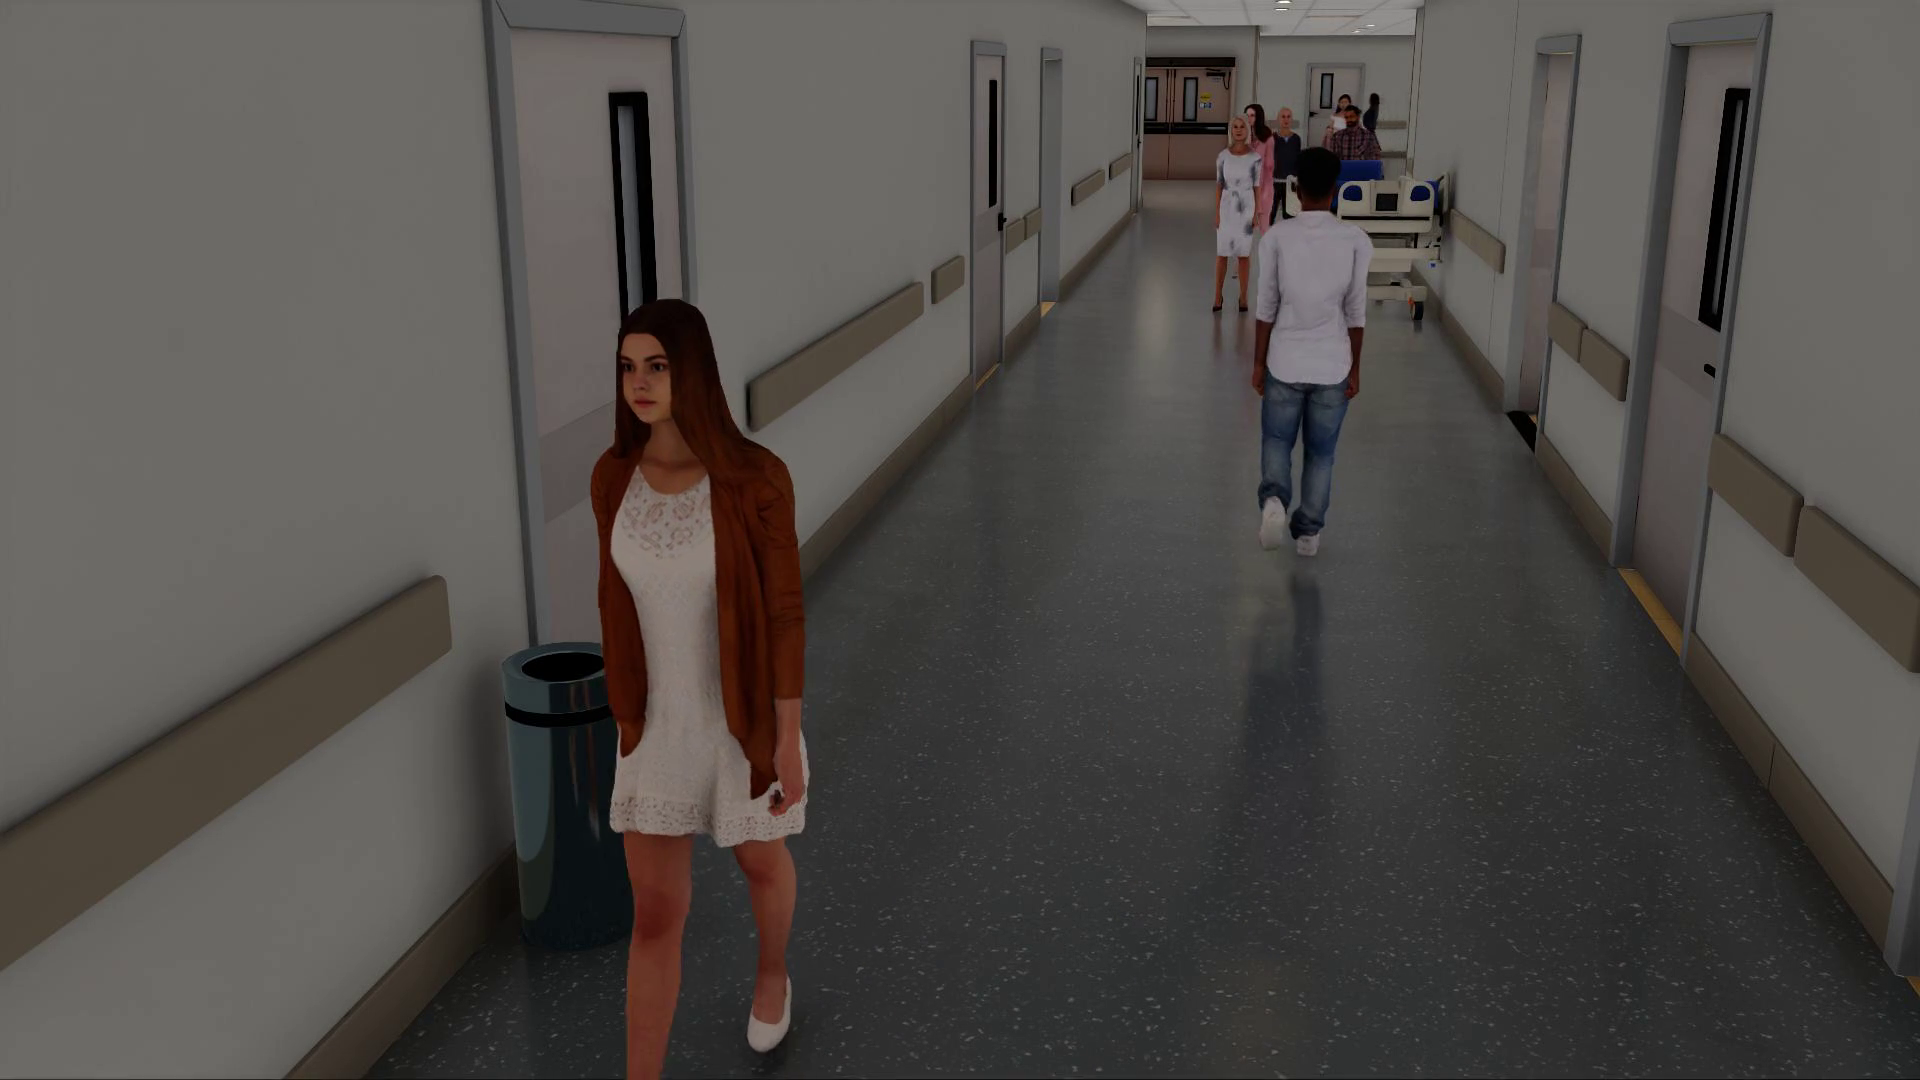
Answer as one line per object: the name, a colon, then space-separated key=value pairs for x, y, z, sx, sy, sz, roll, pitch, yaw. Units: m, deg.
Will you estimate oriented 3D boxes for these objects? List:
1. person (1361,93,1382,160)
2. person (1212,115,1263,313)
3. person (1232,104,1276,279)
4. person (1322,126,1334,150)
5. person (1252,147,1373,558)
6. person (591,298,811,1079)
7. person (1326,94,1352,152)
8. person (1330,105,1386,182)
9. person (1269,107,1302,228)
person: x=10.253 y=-10.247 z=41.221 sx=0.803 sy=1.587 sz=0.703 roll=1 pitch=16 yaw=5
person: x=2.493 y=-2.951 z=15.036 sx=0.449 sy=1.752 sz=0.624 roll=2 pitch=16 yaw=7
person: x=3.110 y=-3.573 z=17.257 sx=1.160 sy=1.745 sz=0.907 roll=8 pitch=18 yaw=27
person: x=7.674 y=-8.094 z=34.619 sx=0.467 sy=1.025 sz=0.556 roll=9 pitch=18 yaw=28
person: x=1.508 y=-0.767 z=7.210 sx=0.864 sy=1.795 sz=0.739 roll=4 pitch=16 yaw=15
person: x=-0.484 y=0.360 z=3.436 sx=0.996 sy=1.674 sz=0.685 roll=3 pitch=16 yaw=10
person: x=5.942 y=-6.026 z=25.981 sx=1.135 sy=1.731 sz=0.811 roll=6 pitch=17 yaw=19
person: x=4.497 y=-4.046 z=19.001 sx=1.065 sy=1.708 sz=0.946 roll=3 pitch=16 yaw=12
person: x=3.776 y=-4.197 z=19.503 sx=0.553 sy=1.726 sz=0.728 roll=-2 pitch=16 yaw=-6
